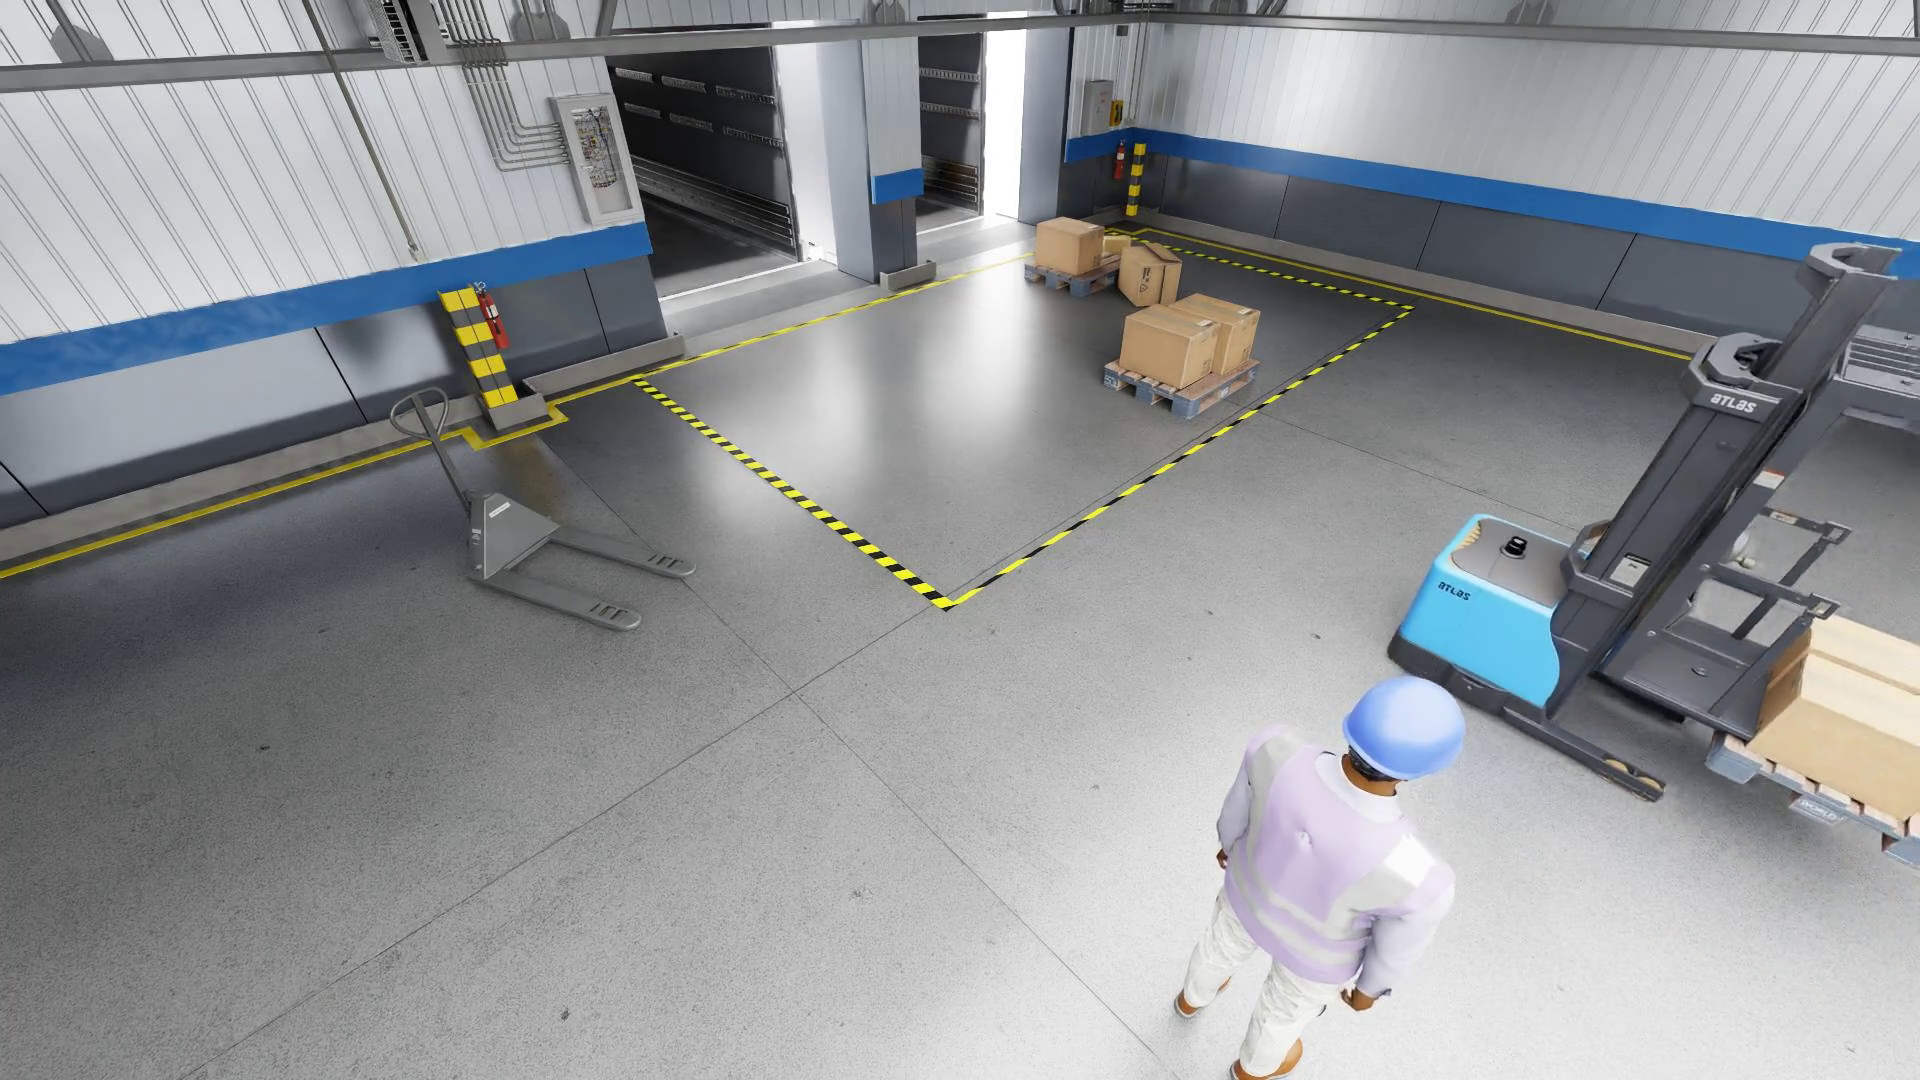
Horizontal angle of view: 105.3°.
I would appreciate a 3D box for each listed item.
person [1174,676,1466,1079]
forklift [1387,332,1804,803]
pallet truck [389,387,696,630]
[{"bbox_3d":[1.031,1.120,2.244,0.386,1.947,0.609,-21,42,-25],"label":"person"},{"bbox_3d":[3.061,-0.036,3.665,0.716,2.013,0.776,-30,47,-33],"label":"forklift"},{"bbox_3d":[-2.613,-0.247,4.593,1.601,1.201,0.680,14,40,17],"label":"pallet truck"}]
